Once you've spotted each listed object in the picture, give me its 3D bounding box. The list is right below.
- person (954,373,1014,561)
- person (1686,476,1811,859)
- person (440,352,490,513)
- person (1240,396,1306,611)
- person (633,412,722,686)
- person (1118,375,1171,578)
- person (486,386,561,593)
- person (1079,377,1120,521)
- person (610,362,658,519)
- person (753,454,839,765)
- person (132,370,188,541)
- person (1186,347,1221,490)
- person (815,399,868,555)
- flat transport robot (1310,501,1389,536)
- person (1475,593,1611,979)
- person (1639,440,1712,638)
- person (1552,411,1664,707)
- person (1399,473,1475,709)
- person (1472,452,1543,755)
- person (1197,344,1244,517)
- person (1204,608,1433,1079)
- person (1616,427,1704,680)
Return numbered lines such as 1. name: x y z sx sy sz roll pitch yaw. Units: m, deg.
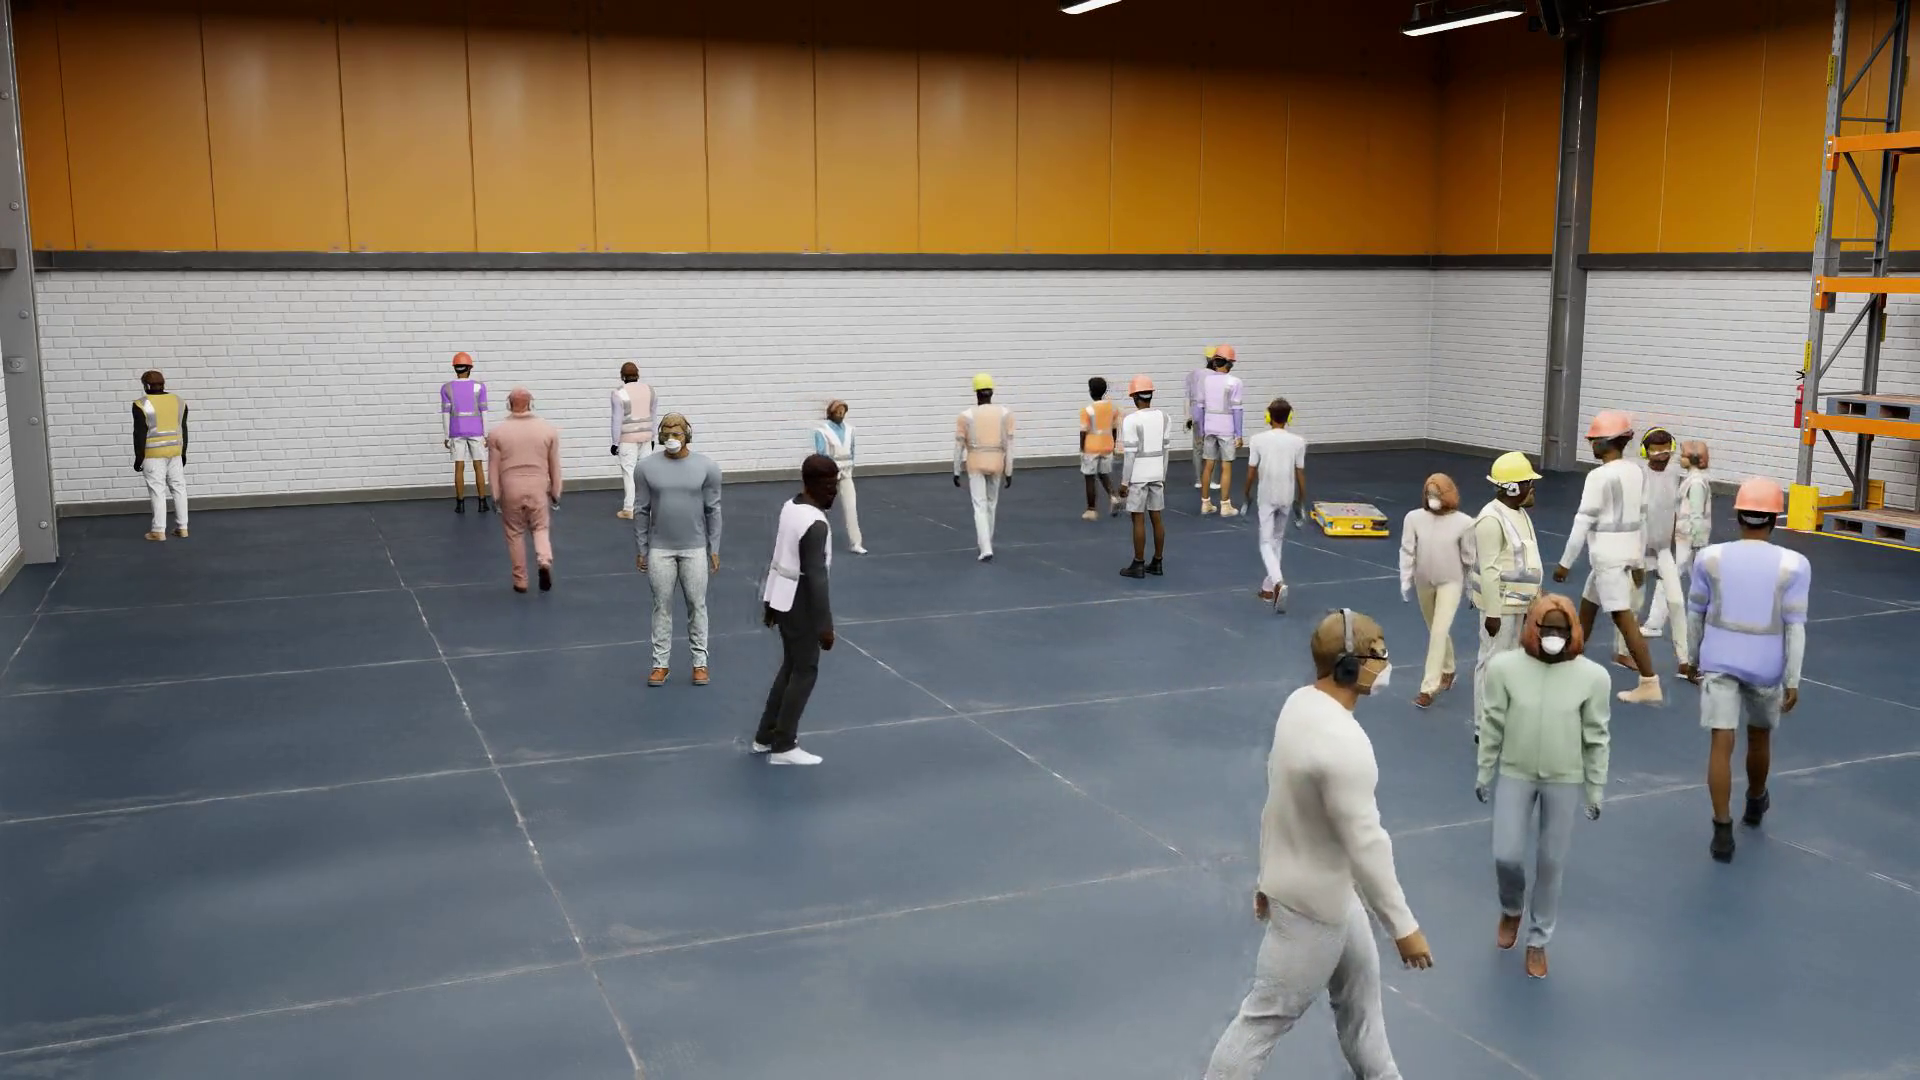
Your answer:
1. person: 0.247 -0.742 16.810 0.599 1.889 0.891 -2 10 -12
2. person: 4.021 0.615 8.525 0.561 1.891 0.965 5 11 29
3. person: -5.924 -1.282 19.954 0.543 1.928 0.374 -2 10 -14
4. person: 2.737 -0.321 14.411 0.536 1.840 0.843 -1 9 -8
5. person: -1.990 0.067 11.748 0.629 1.940 0.372 -1 9 -4
6. person: 1.734 -0.599 15.815 0.543 1.928 0.374 -6 11 -33
7. person: -3.909 -0.434 14.944 0.645 1.889 0.576 -4 10 -22
8. person: 1.607 -1.046 19.225 0.548 1.686 0.448 -5 11 -29
9. person: -3.843 -1.170 19.551 0.619 1.839 0.430 -9 13 -44
10. person: -0.944 0.418 9.811 0.454 1.873 0.629 -3 10 -20
11. person: -8.658 -0.916 17.999 0.429 1.843 0.621 6 11 31
12. person: 3.266 -1.596 21.998 0.633 1.890 0.413 8 12 39
13. person: -1.312 -0.667 17.250 0.525 1.591 0.885 -7 12 -37
14. flat transport robot: 4.364 -0.246 18.683 0.652 0.197 1.431 1 9 4
15. person: 2.422 1.016 6.937 0.522 1.618 0.349 3 10 19
16. person: 5.804 0.002 13.130 0.835 1.603 0.520 4 10 22
17. person: 4.408 0.111 11.383 0.620 1.971 1.093 -8 12 -41
18. person: 3.267 0.321 11.322 0.485 1.578 0.930 7 12 38
19. person: 3.345 0.378 10.172 0.404 1.836 0.586 6 11 33
20. person: 3.107 -1.296 19.716 0.609 2.033 0.396 9 13 42
21. person: 1.179 1.153 5.336 1.005 1.892 0.637 1 9 4
22. person: 5.019 0.105 11.878 0.550 1.818 0.875 -3 10 -20
